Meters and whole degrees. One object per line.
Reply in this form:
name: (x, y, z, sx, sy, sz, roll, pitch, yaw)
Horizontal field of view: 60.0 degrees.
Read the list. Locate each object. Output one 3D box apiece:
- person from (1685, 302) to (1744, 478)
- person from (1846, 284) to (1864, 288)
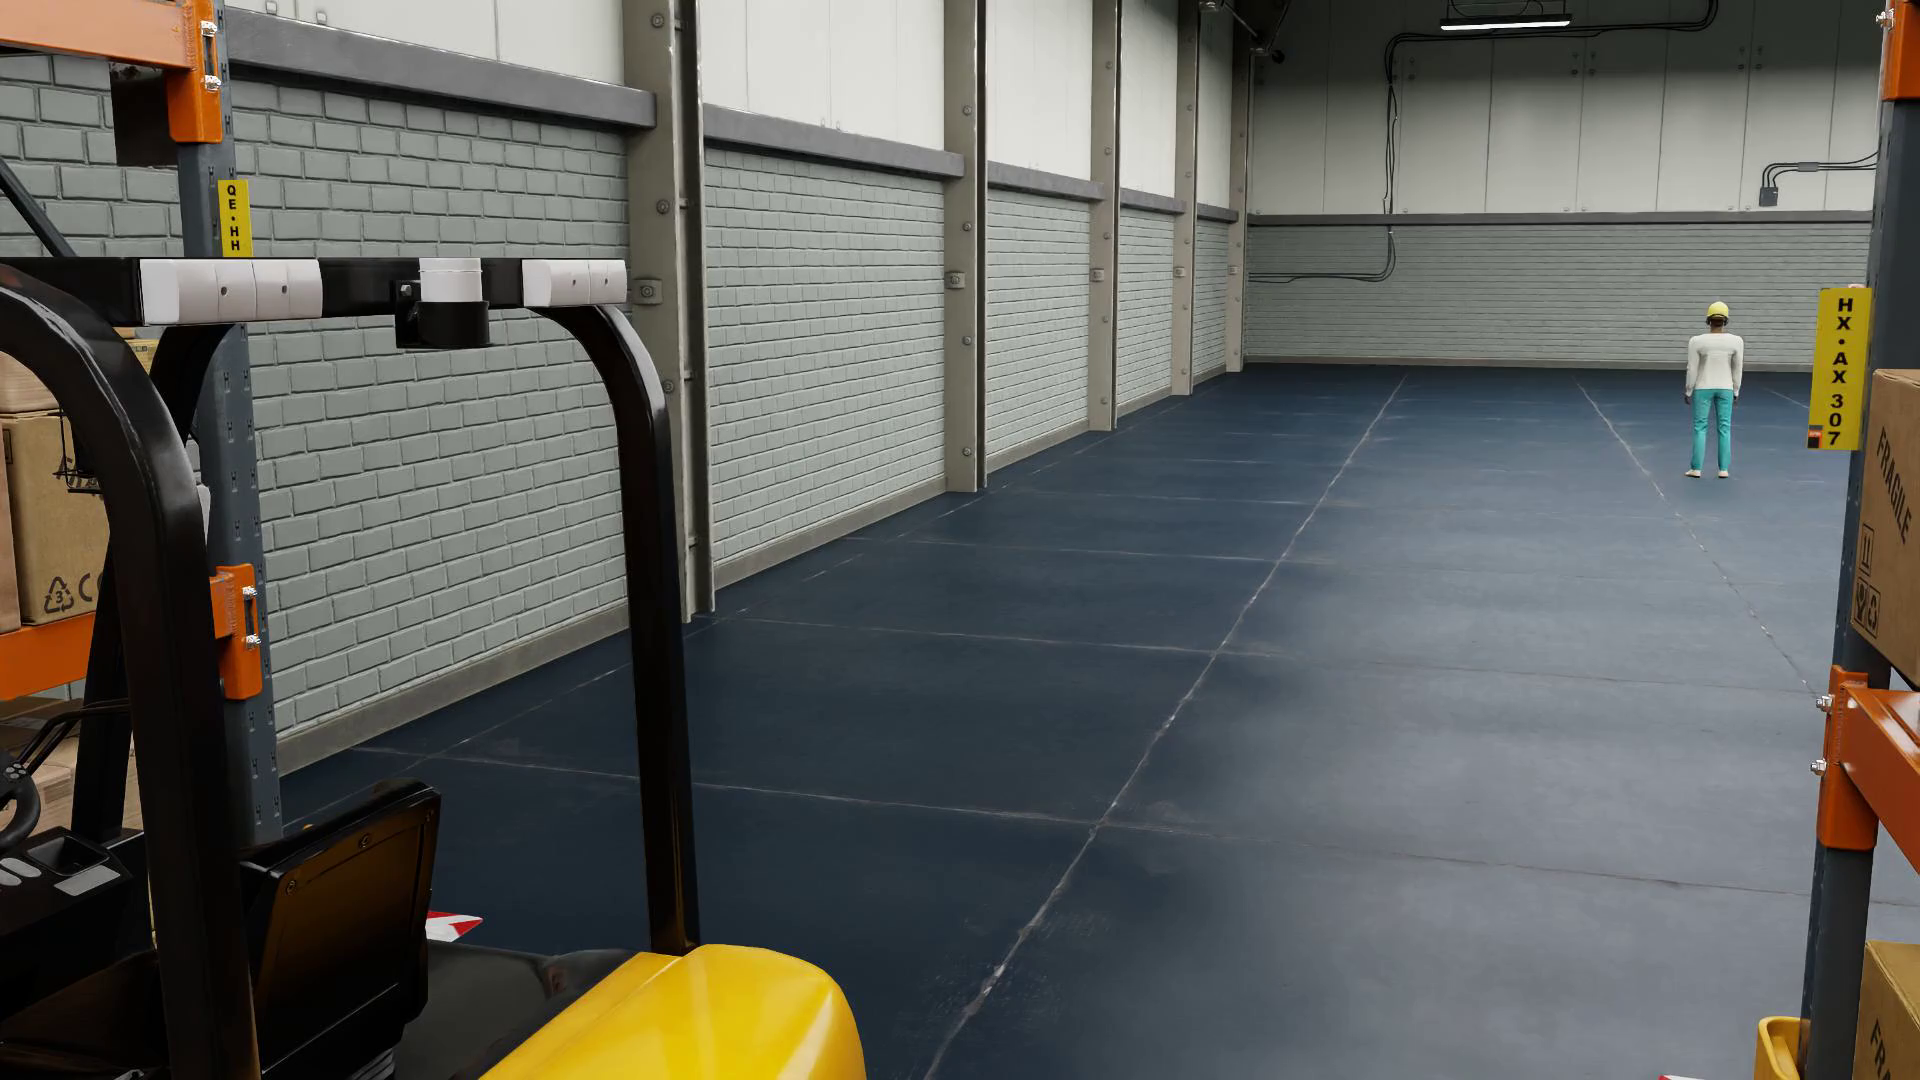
person: (7.538, -1.494, 16.657, 0.522, 1.768, 0.312, 2, 10, 12)
person: (10.561, -2.090, 19.805, 0.638, 1.902, 0.406, -5, 11, -28)
